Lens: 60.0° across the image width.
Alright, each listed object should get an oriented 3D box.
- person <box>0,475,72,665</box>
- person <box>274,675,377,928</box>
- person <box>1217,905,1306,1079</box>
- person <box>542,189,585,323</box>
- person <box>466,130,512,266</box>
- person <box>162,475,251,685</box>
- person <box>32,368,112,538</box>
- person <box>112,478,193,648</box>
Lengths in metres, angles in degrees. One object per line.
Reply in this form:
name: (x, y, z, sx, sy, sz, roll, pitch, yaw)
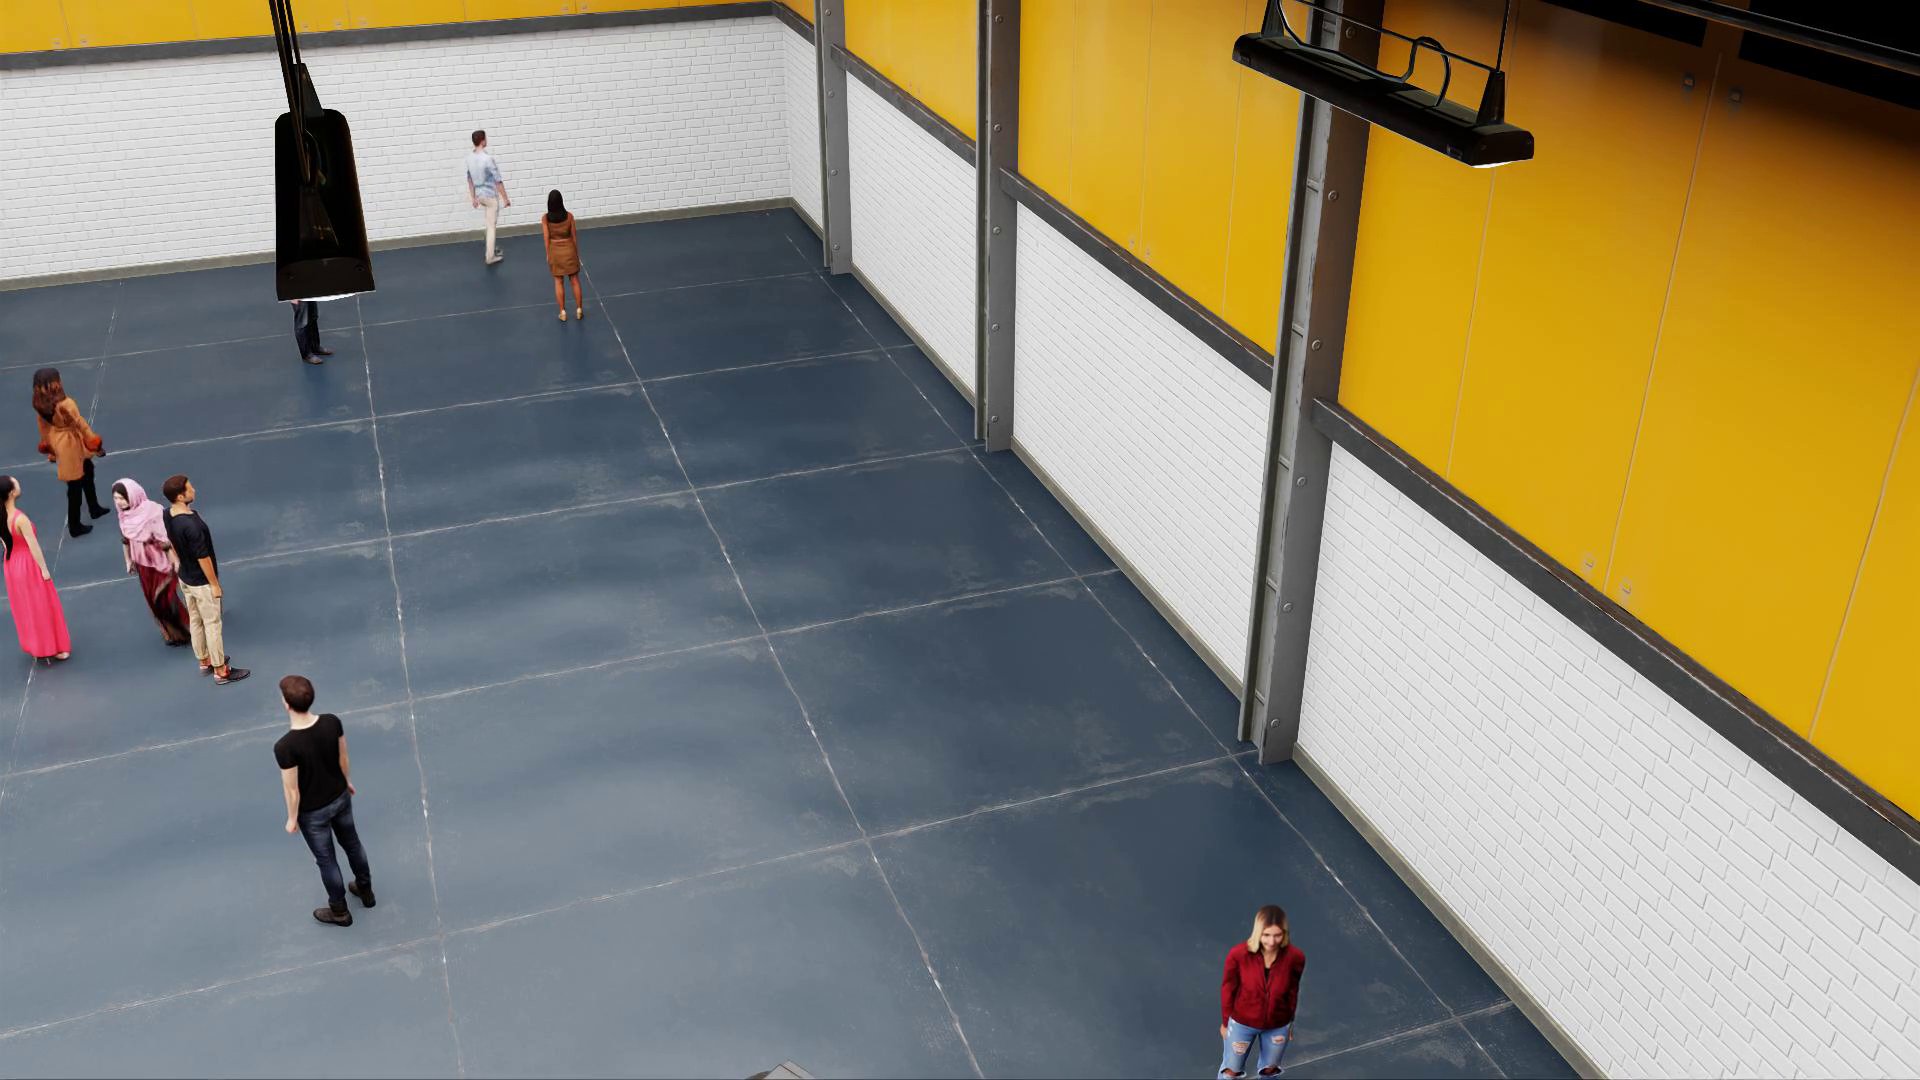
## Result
person: (-7.804, 0.251, 13.888, 0.708, 1.724, 0.766, 12, 31, 21)
person: (-4.213, 1.723, 11.010, 0.793, 1.896, 0.764, 17, 33, 28)
person: (1.694, 2.730, 9.437, 0.663, 1.635, 0.635, -1, 29, -2)
person: (-5.009, -3.587, 20.961, 0.553, 1.689, 0.505, -9, 30, -15)
person: (-6.544, -4.672, 22.800, 0.778, 1.833, 0.853, 18, 33, 30)
person: (-6.255, 0.313, 13.637, 0.652, 1.857, 0.783, 22, 35, 34)
person: (-8.552, -0.806, 15.848, 0.892, 1.703, 0.952, 14, 32, 24)
person: (-6.805, 0.151, 14.190, 0.786, 1.610, 0.845, 10, 30, 18)
